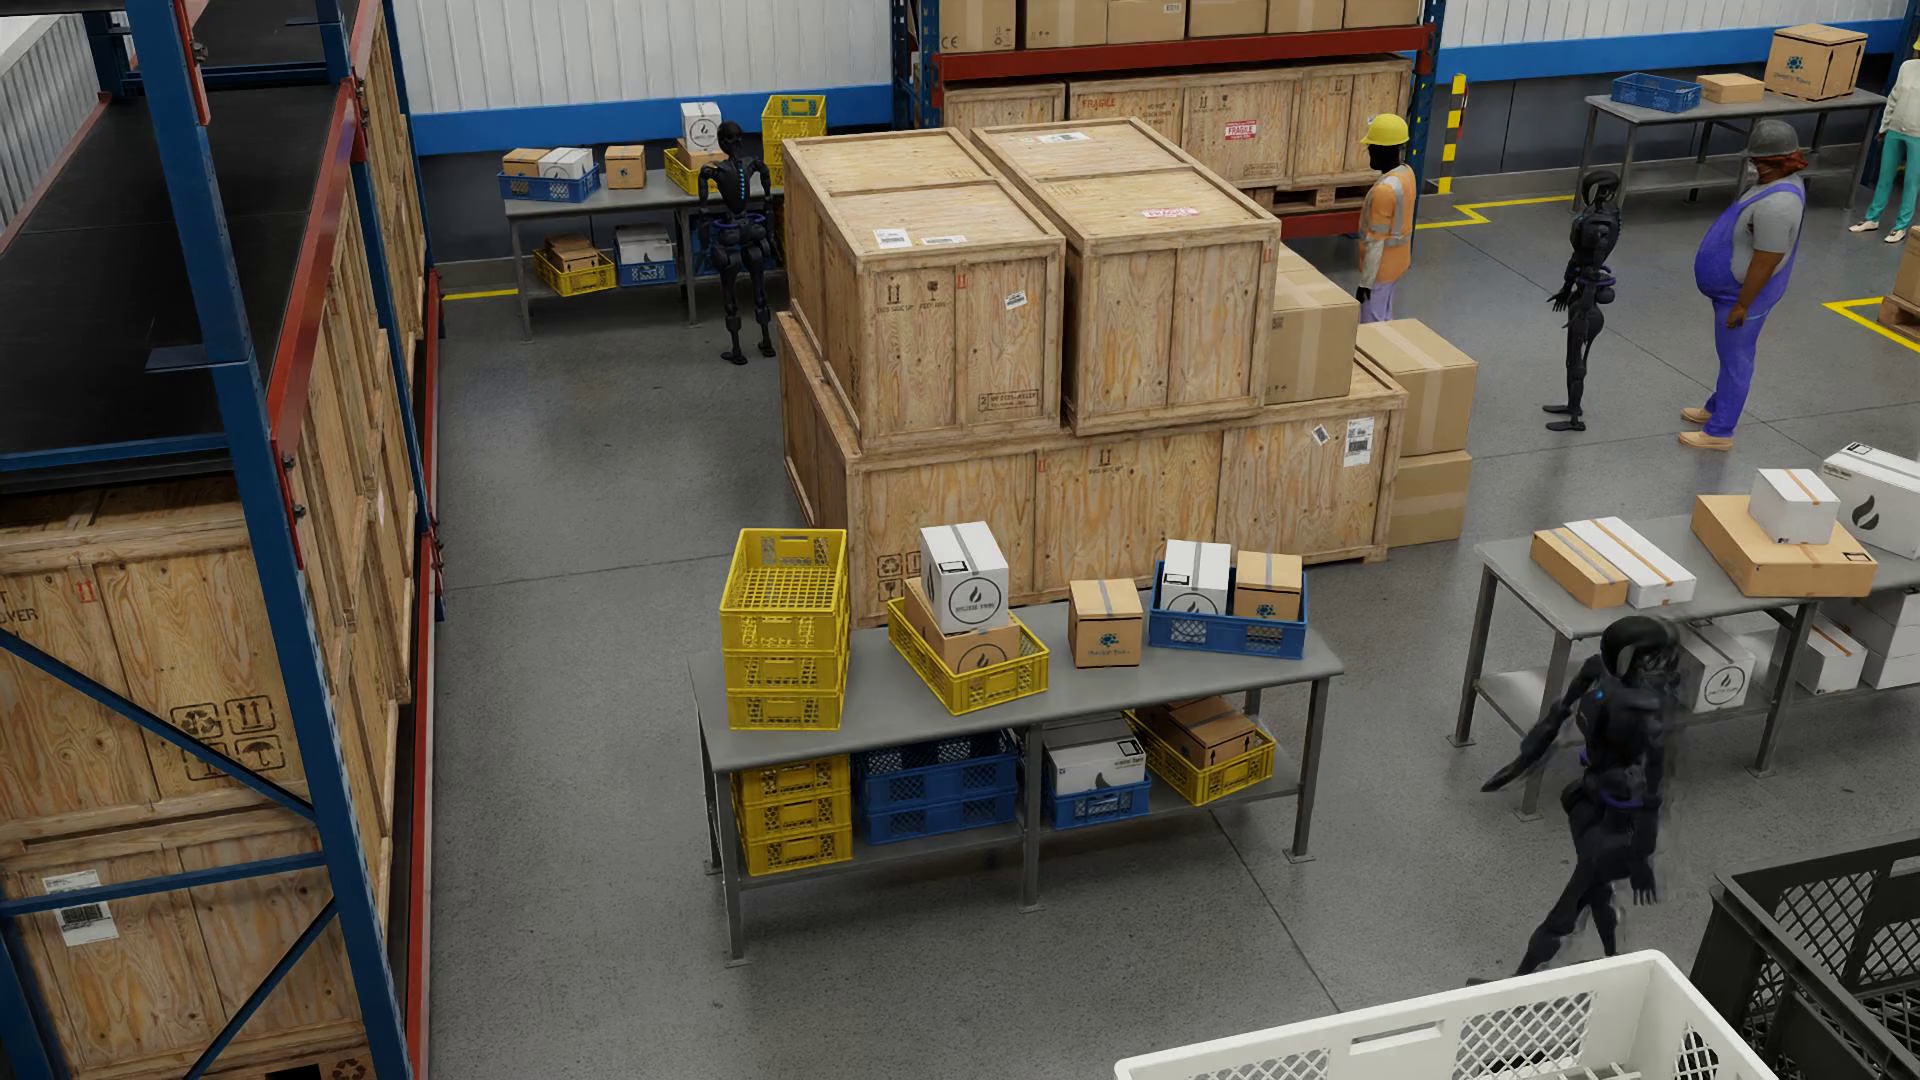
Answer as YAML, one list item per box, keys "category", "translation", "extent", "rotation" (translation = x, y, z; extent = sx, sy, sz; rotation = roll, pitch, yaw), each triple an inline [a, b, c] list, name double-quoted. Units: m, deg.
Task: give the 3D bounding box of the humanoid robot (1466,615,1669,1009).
- category: "humanoid robot"
  translation: [2.233, 0.967, 5.934]
  extent: [0.736, 1.624, 0.579]
  rotation: [-1, 29, -1]

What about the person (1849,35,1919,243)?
- category: "person"
  translation: [7.754, -3.319, 13.597]
  extent: [0.325, 1.759, 0.523]
  rotation: [-14, 32, -24]

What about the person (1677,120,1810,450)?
- category: "person"
  translation: [4.724, -1.549, 10.093]
  extent: [0.537, 2.000, 0.677]
  rotation: [13, 31, 22]

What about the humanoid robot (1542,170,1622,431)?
- category: "humanoid robot"
  translation: [3.874, -1.497, 10.370]
  extent: [0.340, 1.655, 0.578]
  rotation: [5, 29, 8]

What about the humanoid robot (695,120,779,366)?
- category: "humanoid robot"
  translation: [-1.512, -2.027, 11.325]
  extent: [0.608, 1.654, 0.321]
  rotation: [-17, 33, -29]

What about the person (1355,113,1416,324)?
- category: "person"
  translation: [2.653, -1.748, 10.587]
  extent: [0.399, 1.919, 0.579]
  rotation: [13, 31, 22]
